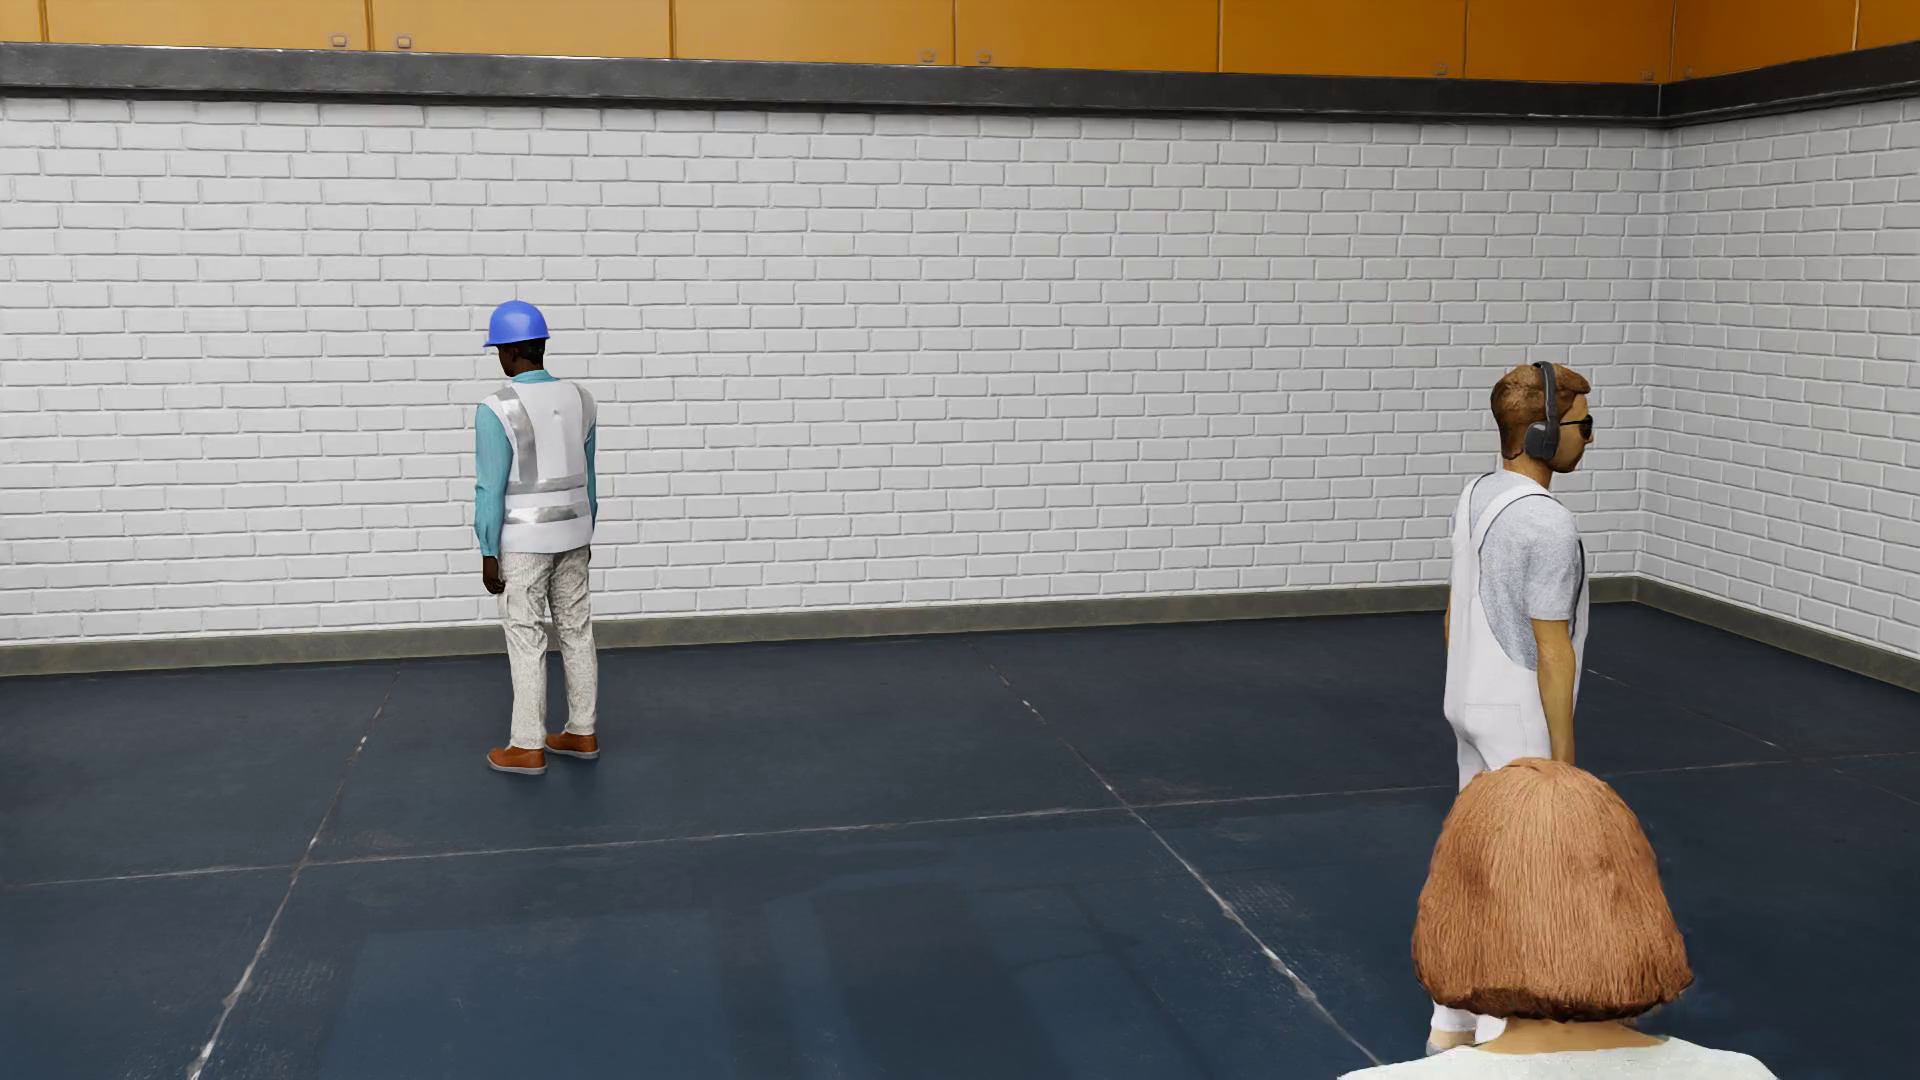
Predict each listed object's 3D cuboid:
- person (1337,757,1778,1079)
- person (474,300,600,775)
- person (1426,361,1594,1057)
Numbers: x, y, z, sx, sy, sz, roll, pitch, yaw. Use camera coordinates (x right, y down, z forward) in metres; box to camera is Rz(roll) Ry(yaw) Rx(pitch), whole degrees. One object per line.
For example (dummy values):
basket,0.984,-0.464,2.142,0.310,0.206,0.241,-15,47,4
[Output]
person,0.572,1.016,1.651,0.520,1.595,0.851,-2,9,-10
person,-1.742,-0.007,6.842,0.416,1.939,0.604,6,11,34
person,1.387,0.479,4.151,0.331,1.844,0.519,-2,9,-9
